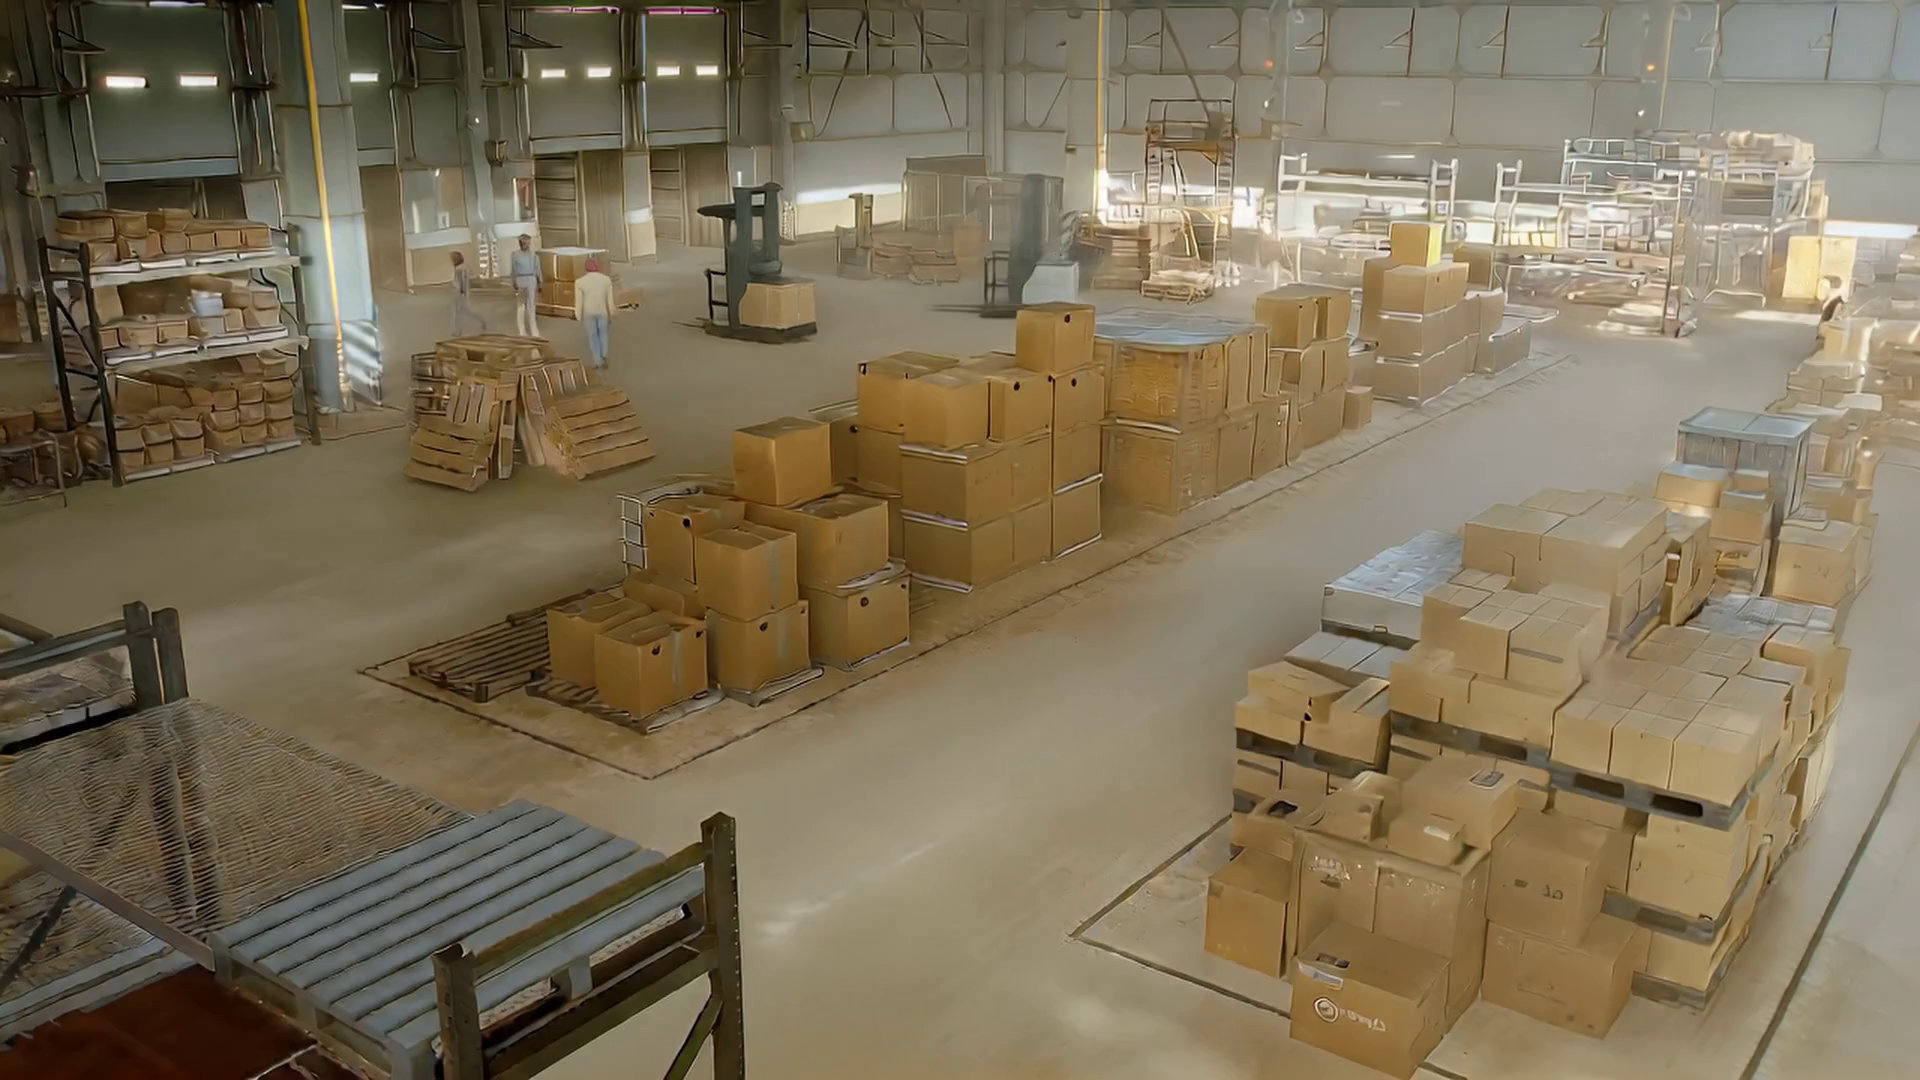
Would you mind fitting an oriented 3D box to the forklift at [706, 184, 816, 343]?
[{"bbox_3d":[-3.717,-5.181,30.929,1.873,2.768,1.129,12,21,35],"label":"forklift"}]

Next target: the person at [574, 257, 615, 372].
[{"bbox_3d":[-6.165,-3.800,27.987,0.661,1.919,0.624,-7,18,-21],"label":"person"}]

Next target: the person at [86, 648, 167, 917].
[{"bbox_3d":[-5.256,1.538,10.459,0.516,1.847,0.331,7,18,21],"label":"person"}]

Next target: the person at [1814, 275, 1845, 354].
[{"bbox_3d":[13.480,-3.150,25.844,0.392,1.919,0.591,1,17,4],"label":"person"}]

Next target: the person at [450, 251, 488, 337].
[{"bbox_3d":[-9.297,-4.626,31.242,0.610,1.621,0.522,-11,20,-31],"label":"person"}]

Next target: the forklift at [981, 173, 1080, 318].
[{"bbox_3d":[1.437,-5.885,33.261,1.873,2.768,1.129,3,17,10],"label":"forklift"}]

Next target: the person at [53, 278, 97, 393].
[{"bbox_3d":[-13.907,-3.175,26.022,0.608,1.855,0.705,6,18,19],"label":"person"}]

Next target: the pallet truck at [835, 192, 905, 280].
[{"bbox_3d":[-1.936,-7.159,38.982,1.885,1.965,0.823,-12,21,-34],"label":"pallet truck"}]

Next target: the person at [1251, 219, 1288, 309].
[{"bbox_3d":[6.446,-5.698,34.379,1.040,1.875,0.681,-14,22,-38],"label":"person"}]

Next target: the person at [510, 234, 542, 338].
[{"bbox_3d":[-8.116,-4.769,31.180,0.544,1.933,0.376,-13,21,-36],"label":"person"}]
